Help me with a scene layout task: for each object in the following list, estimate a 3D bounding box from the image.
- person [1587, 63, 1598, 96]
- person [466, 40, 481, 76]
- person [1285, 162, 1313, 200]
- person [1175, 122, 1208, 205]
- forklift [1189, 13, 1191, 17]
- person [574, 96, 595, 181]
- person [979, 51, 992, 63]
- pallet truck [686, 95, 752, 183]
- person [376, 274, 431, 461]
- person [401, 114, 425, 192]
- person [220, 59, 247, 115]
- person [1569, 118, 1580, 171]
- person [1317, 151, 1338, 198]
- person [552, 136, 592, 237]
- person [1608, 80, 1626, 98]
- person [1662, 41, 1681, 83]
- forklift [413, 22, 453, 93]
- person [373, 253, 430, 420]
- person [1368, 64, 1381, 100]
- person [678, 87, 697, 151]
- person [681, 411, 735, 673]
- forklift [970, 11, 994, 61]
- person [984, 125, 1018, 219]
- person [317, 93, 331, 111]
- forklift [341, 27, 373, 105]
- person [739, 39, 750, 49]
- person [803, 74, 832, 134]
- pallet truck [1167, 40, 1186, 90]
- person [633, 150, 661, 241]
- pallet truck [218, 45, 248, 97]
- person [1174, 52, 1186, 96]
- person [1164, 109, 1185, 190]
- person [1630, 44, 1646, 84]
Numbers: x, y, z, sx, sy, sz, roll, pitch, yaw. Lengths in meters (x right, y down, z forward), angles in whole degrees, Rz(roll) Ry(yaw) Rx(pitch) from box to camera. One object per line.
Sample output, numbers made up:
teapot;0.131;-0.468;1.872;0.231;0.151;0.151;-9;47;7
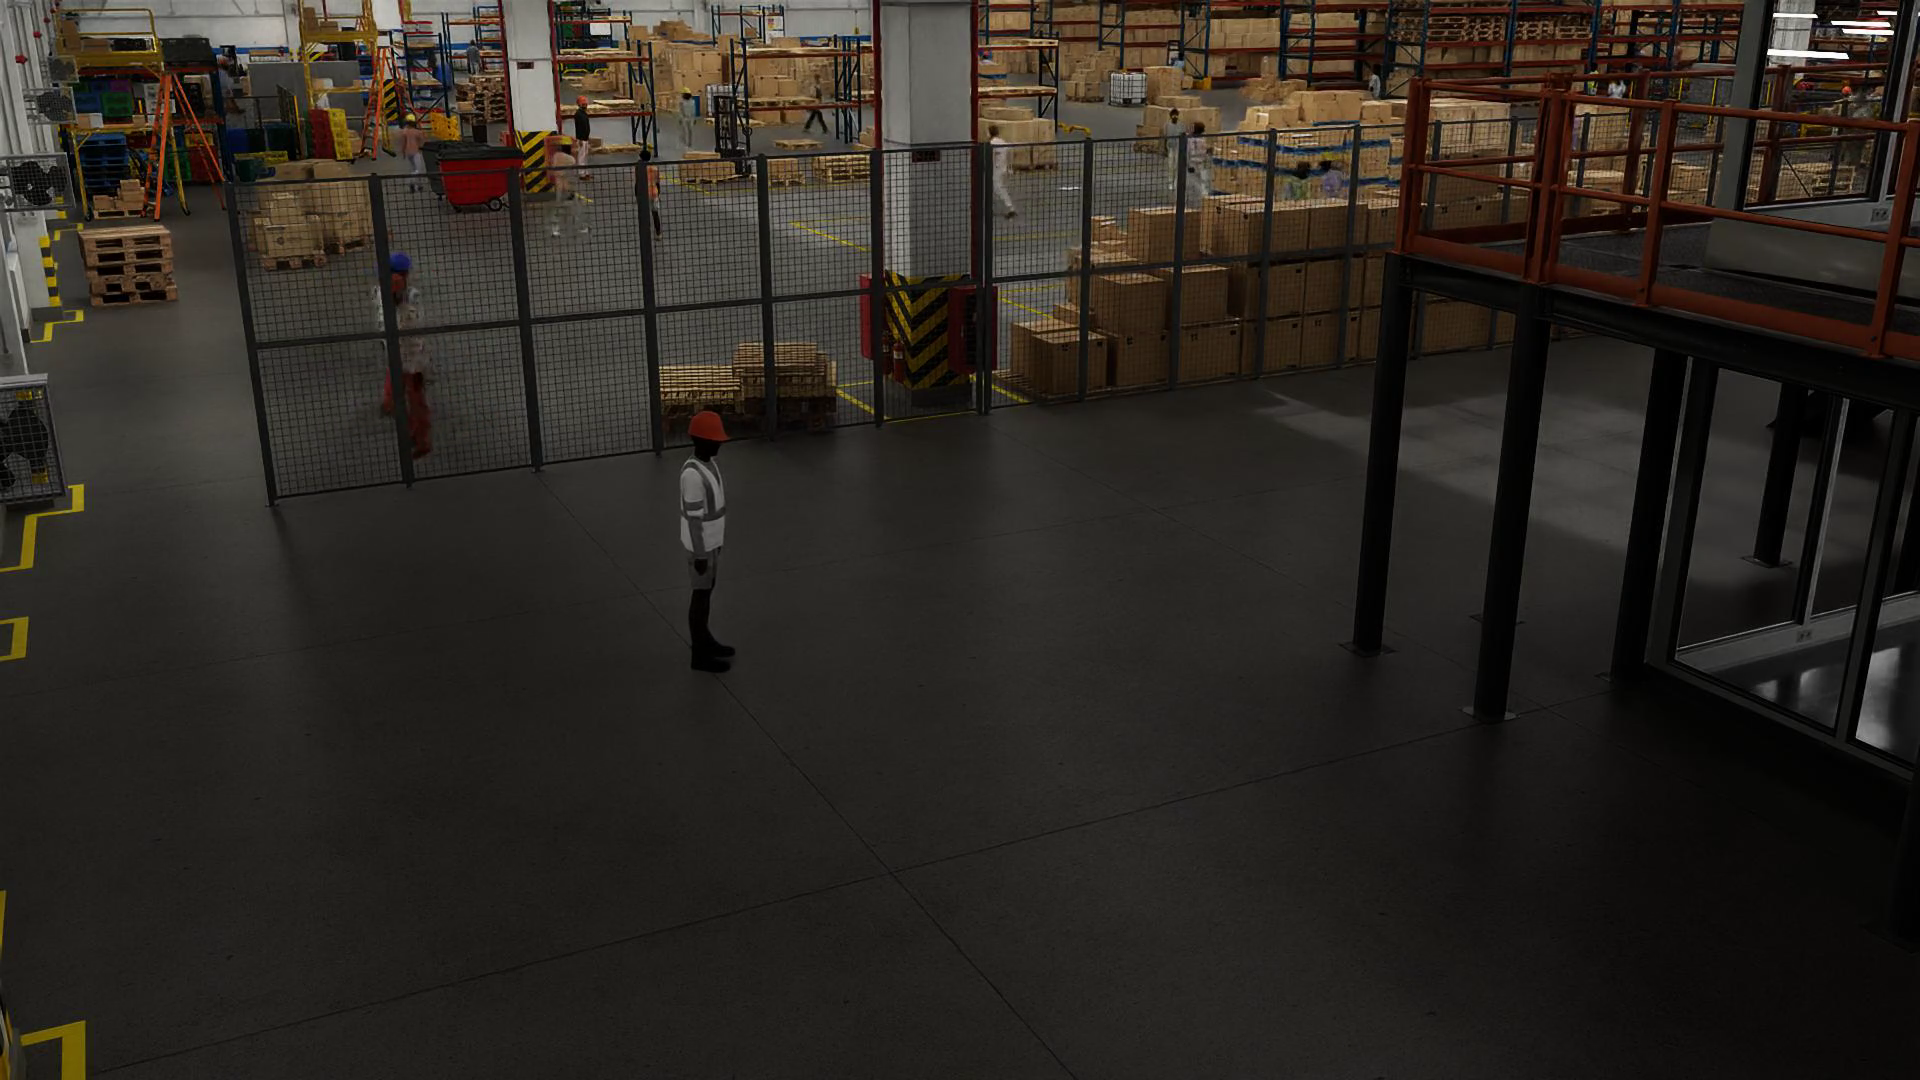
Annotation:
person;22.446;-16.084;59.076;0.318;1.700;0.536;-2;19;-7
person;-20.972;-20.606;71.825;0.634;1.939;0.367;7;20;20
person;5.845;-5.500;28.251;0.814;1.802;0.616;12;22;30
person;5.044;-8.072;35.723;0.970;1.793;0.643;17;25;41
forklift;10.532;-23.760;79.546;1.129;2.768;1.873;-9;21;-25
person;-9.056;-9.665;40.023;0.382;1.996;0.608;2;19;5
person;0.987;-17.609;63.177;0.552;1.913;0.776;-12;22;-31
pallet truck;-5.836;-9.608;39.856;0.823;1.965;1.885;10;22;27
person;-5.764;-1.788;17.229;0.621;1.978;0.429;11;22;29
person;-12.509;-8.852;38.052;0.534;1.737;0.790;2;19;7
person;-25.326;-15.637;57.498;0.989;1.881;0.566;-1;19;-4
person;13.995;-9.127;38.416;0.415;2.033;0.602;-5;20;-14
person;6.353;-5.811;28.978;0.427;1.905;0.614;10;22;27
person;-7.509;-6.755;31.781;0.584;1.872;1.015;10;21;27
person;21.102;-14.150;53.528;0.526;1.660;0.831;8;21;22
person;31.448;-21.167;73.531;0.679;1.878;0.817;0;19;1
forklift;-21.545;-19.432;67.000;1.129;2.768;1.873;7;20;20
person;-6.238;-2.231;18.567;0.635;1.927;0.510;7;20;20
person;13.396;-14.412;53.835;0.362;1.958;0.613;10;21;26
person;-7.586;-11.752;46.459;0.505;1.727;0.453;-11;22;-29
person;-1.830;0.000;12.099;0.376;1.934;0.548;1;19;3
forklift;0.665;-25.022;83.204;1.873;2.768;1.129;-9;21;-25
person;0.775;-7.516;33.968;1.020;1.893;0.645;10;21;27
person;-17.911;-11.933;46.783;0.432;1.874;0.623;-3;19;-8
forklift;-22.275;-17.346;60.954;1.873;2.768;1.129;-9;21;-25
person;-9.507;-21.129;73.372;0.592;1.919;0.392;13;23;32
person;-4.436;-13.413;51.197;0.995;1.800;0.527;7;20;19
pallet truck;9.045;-19.971;69.895;0.823;1.965;1.885;-3;19;-8
person;-5.836;-6.418;31.061;0.540;1.695;0.318;-11;22;-29
pallet truck;-28.879;-18.665;66.111;0.823;1.965;1.885;-3;19;-9
person;8.792;-18.593;66.364;0.555;1.686;0.367;-10;22;-28
person;4.965;-9.093;38.617;0.505;1.839;0.914;-1;19;-2
person;28.115;-19.670;69.153;0.637;1.920;0.829;4;19;12
